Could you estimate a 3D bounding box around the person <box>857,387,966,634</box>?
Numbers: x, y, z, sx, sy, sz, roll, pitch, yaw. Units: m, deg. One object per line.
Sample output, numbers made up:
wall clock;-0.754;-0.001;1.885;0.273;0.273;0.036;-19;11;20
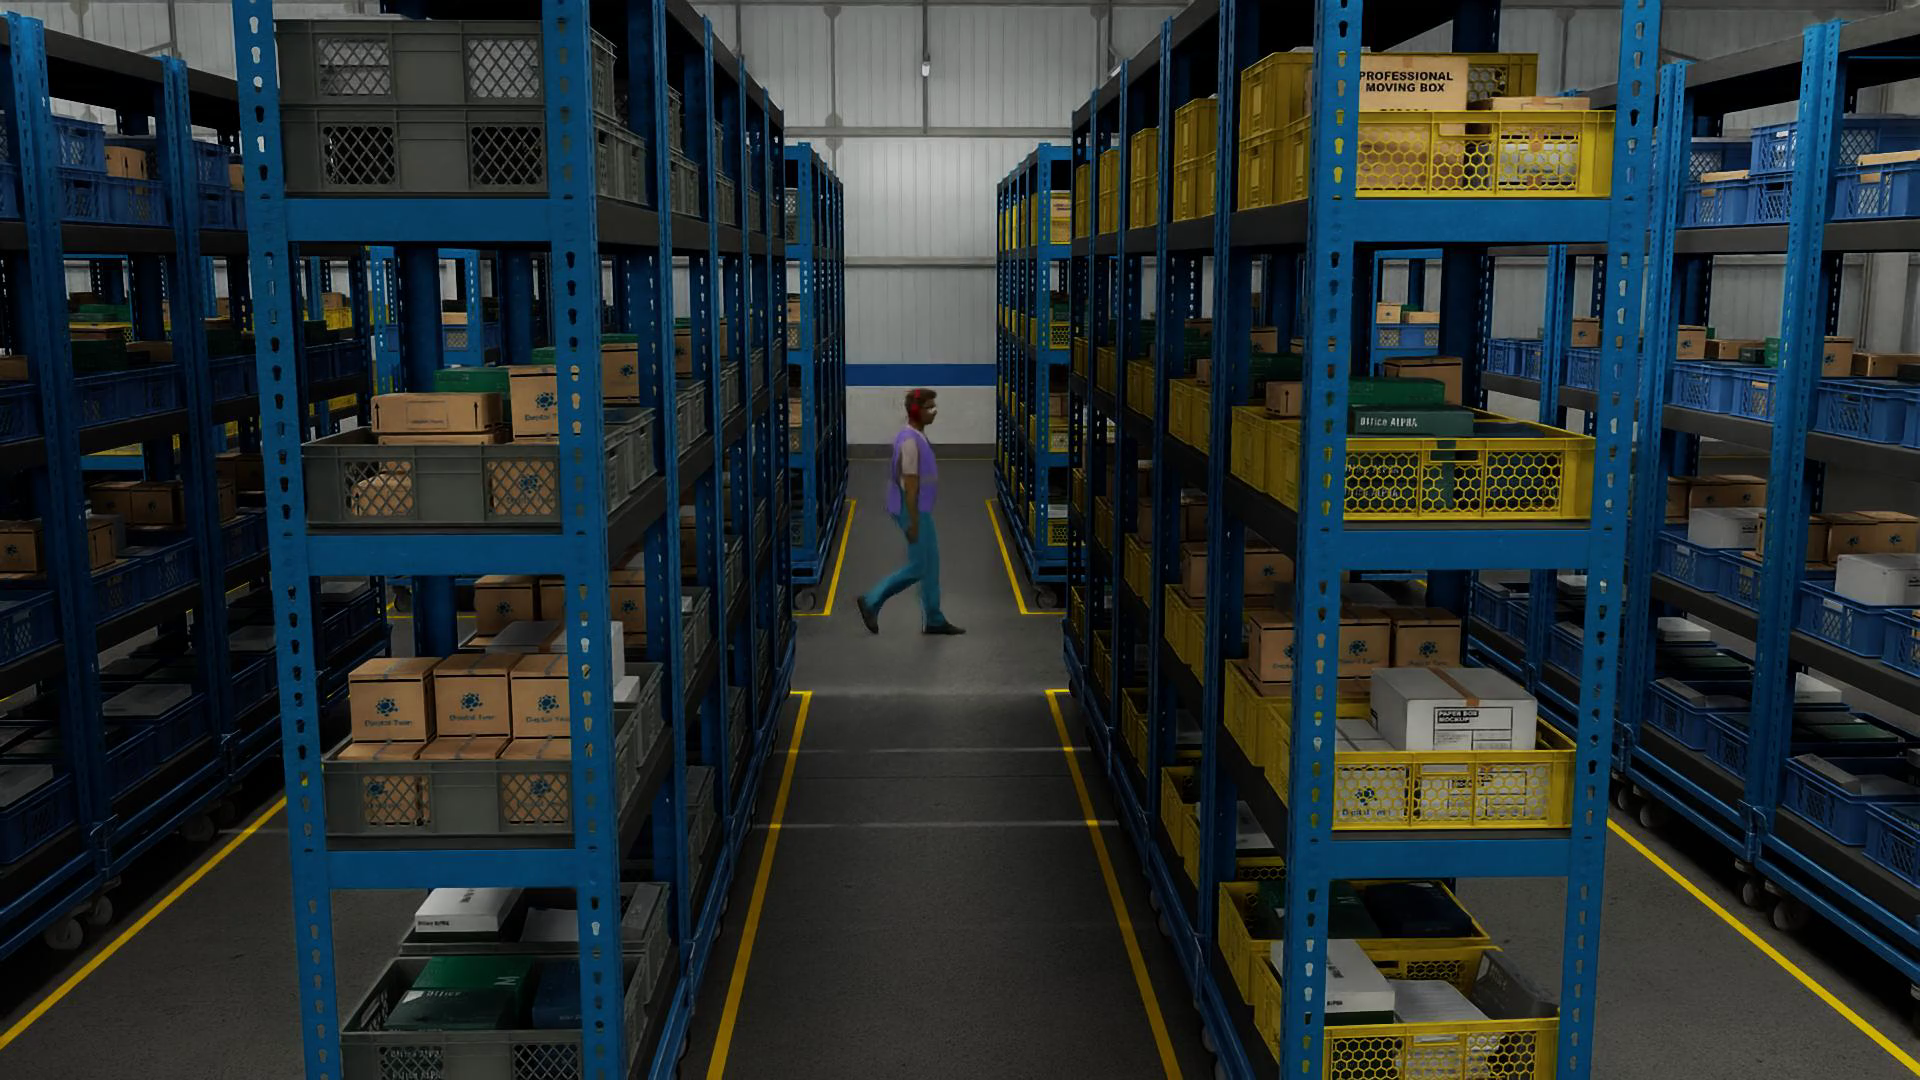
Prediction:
person;-0.345;-0.193;12.021;0.721;1.827;0.588;1;9;4
